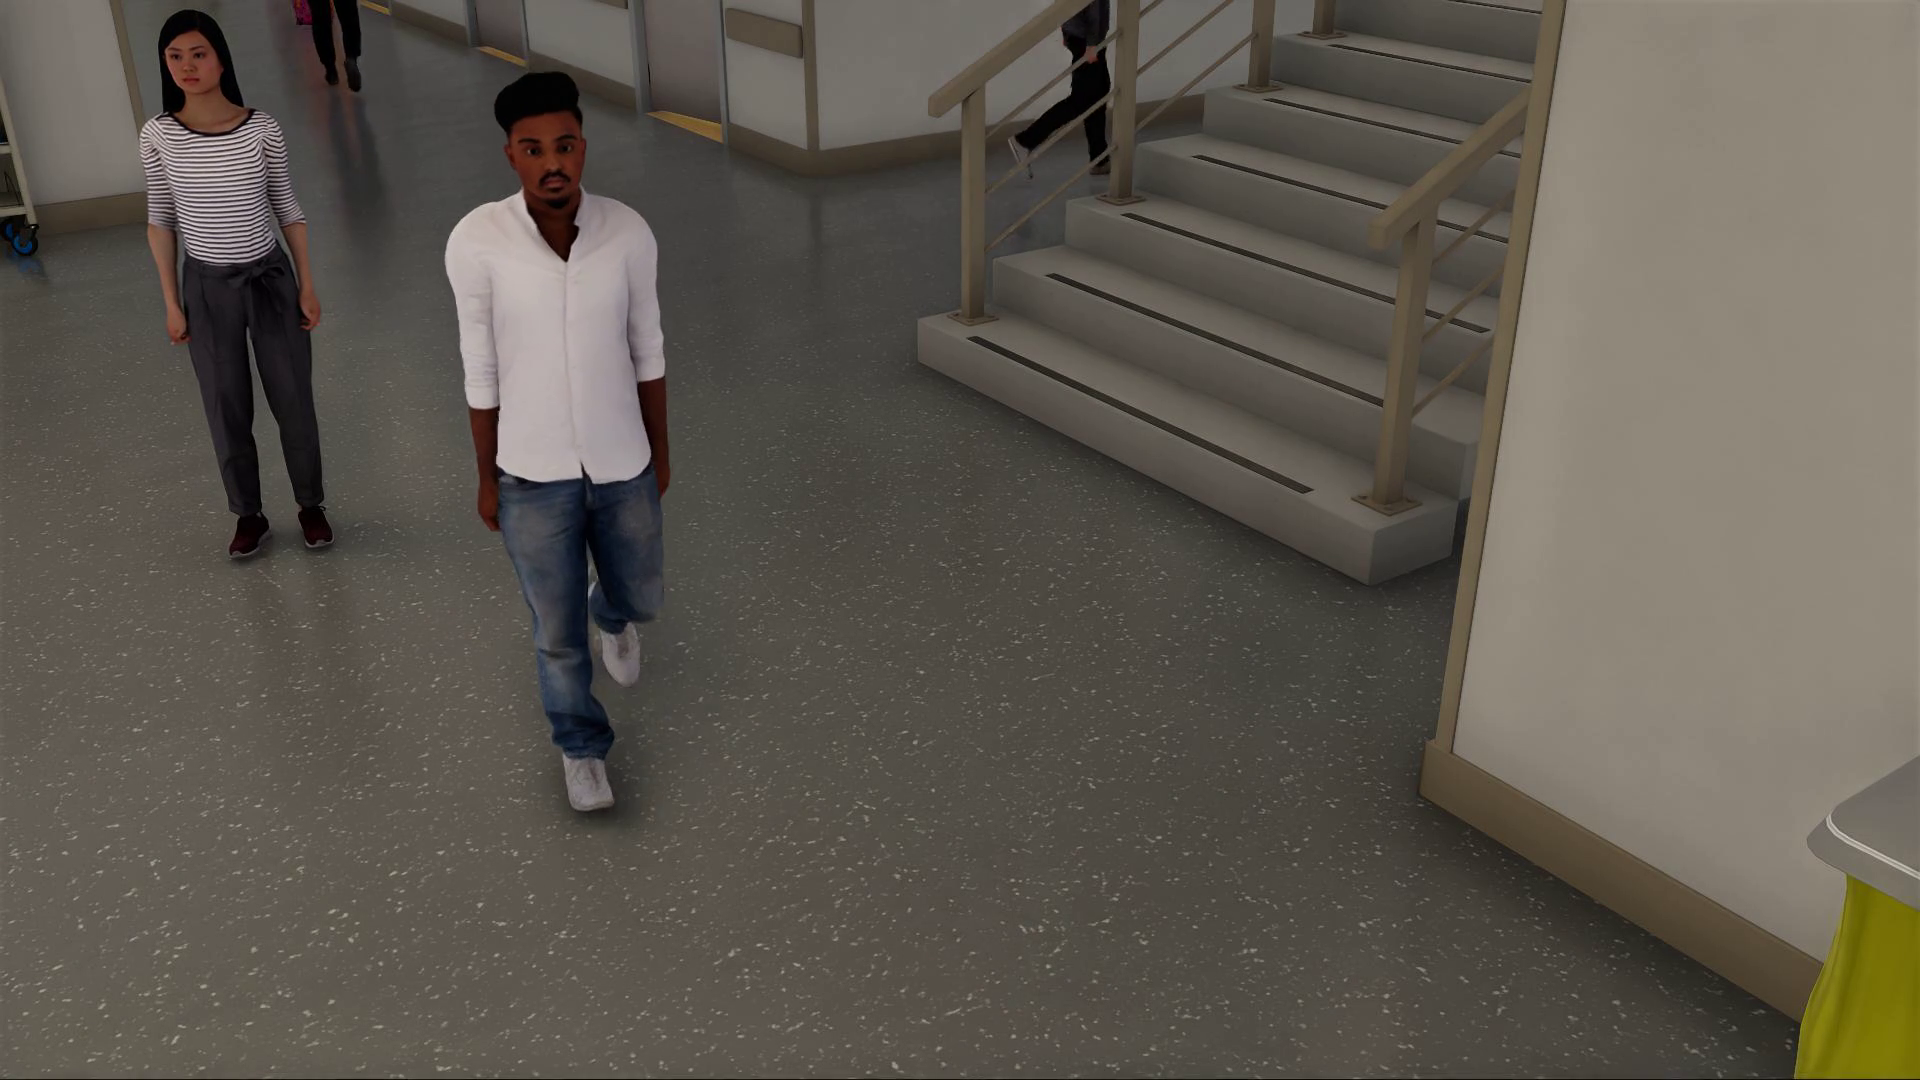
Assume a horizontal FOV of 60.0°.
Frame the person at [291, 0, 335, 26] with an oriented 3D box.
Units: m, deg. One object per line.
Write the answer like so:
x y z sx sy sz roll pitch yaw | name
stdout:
-6.077 -5.657 15.464 0.788 1.660 0.897 -23 34 -40 | person

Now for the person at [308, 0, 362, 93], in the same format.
-4.745 -4.246 12.459 1.065 1.730 0.899 -8 27 -16 | person

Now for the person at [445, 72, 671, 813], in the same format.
-0.958 -0.247 4.089 0.950 1.796 0.854 -9 27 -17 | person

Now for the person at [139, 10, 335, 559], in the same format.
-2.275 -0.782 5.271 0.560 1.734 0.725 -9 27 -17 | person

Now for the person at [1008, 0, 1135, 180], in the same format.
0.660 -2.977 9.814 1.140 1.741 0.903 -5 26 -10 | person
